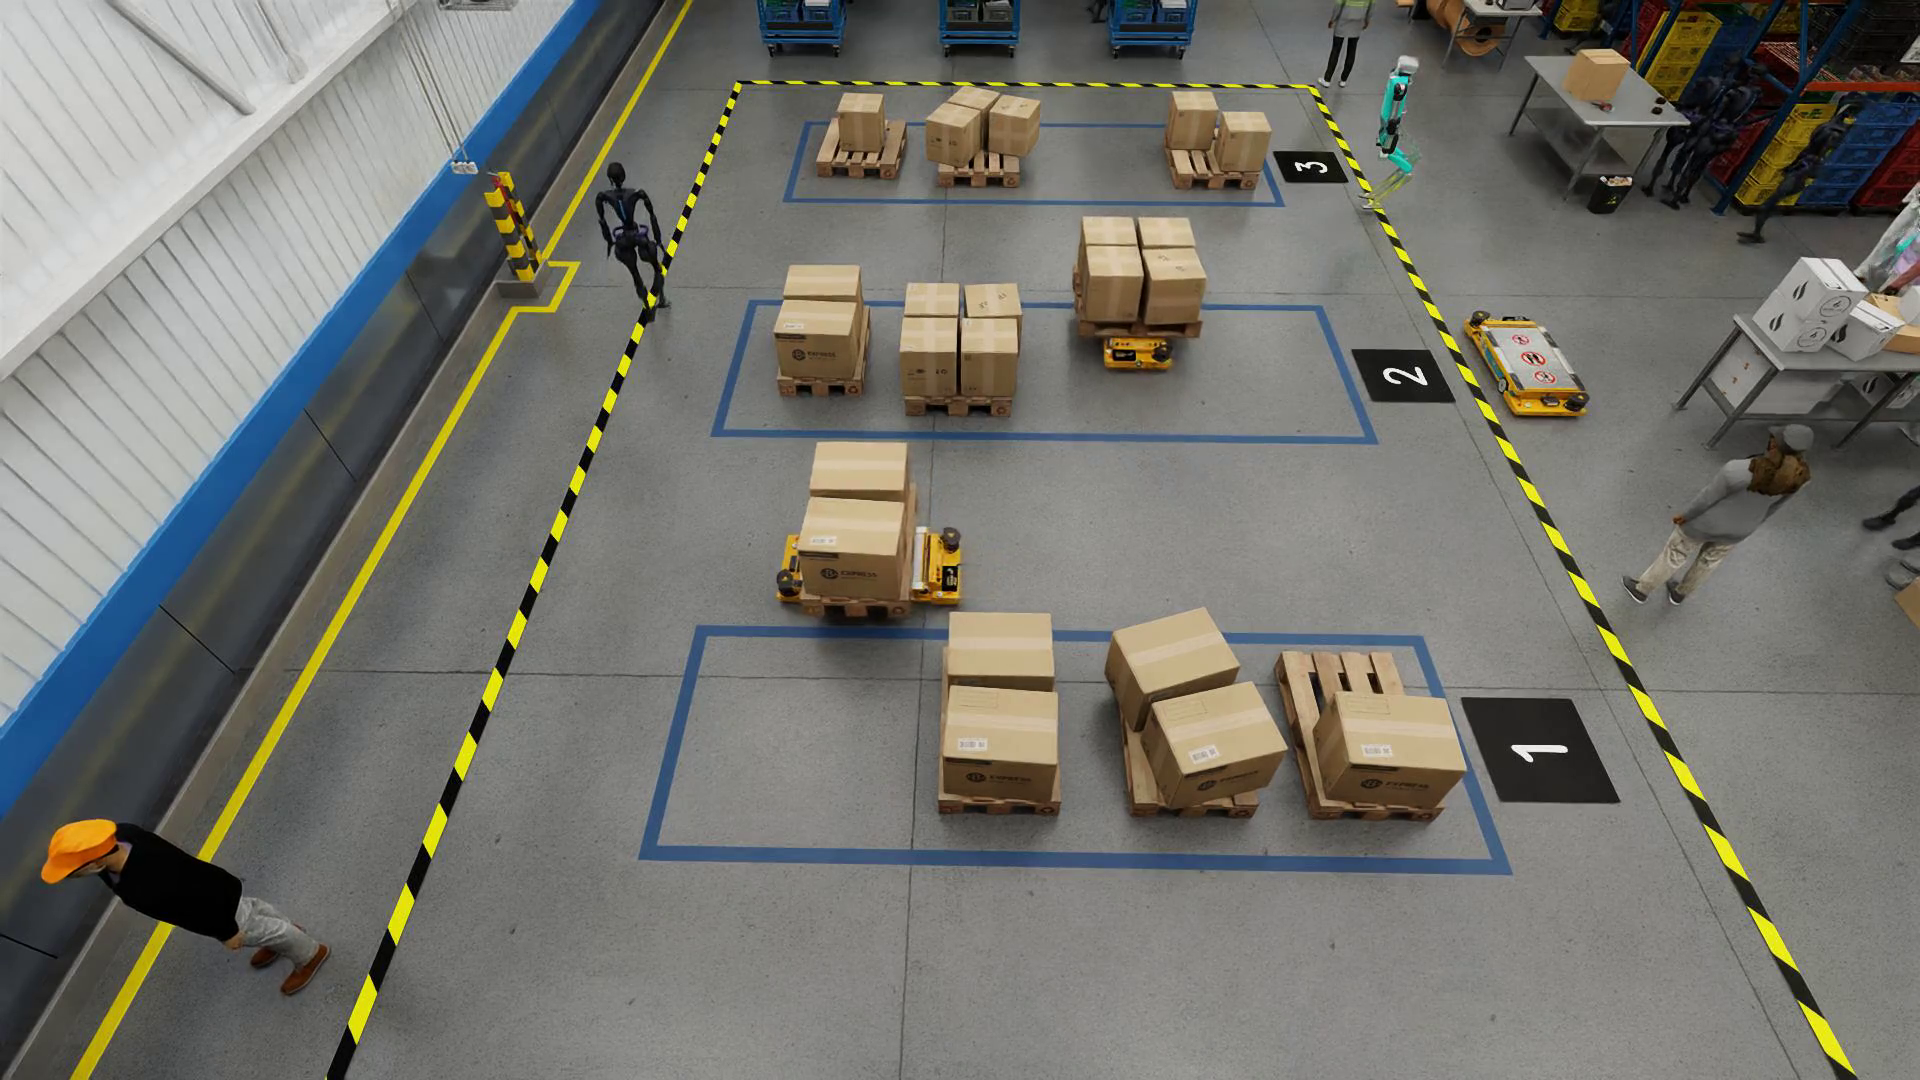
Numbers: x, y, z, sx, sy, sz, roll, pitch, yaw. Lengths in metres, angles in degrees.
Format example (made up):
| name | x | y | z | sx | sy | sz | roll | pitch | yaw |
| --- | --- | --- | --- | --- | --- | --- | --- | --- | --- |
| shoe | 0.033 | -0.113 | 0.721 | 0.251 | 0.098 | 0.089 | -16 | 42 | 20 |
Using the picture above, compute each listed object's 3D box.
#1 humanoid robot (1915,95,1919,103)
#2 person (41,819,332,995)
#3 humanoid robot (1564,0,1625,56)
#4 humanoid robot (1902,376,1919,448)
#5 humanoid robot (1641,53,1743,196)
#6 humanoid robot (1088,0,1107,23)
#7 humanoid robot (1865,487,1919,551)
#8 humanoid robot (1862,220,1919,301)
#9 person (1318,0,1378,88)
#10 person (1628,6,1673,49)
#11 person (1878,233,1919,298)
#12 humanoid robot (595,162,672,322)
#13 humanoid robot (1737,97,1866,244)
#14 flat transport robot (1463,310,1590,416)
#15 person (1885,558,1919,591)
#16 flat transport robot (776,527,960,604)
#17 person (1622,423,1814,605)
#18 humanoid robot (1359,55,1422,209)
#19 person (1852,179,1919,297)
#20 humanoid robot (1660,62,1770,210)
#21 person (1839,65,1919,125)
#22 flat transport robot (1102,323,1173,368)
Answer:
| name | x | y | z | sx | sy | sz | roll | pitch | yaw |
| --- | --- | --- | --- | --- | --- | --- | --- | --- | --- |
| humanoid robot | 12.867 | -6.112 | 11.883 | 0.397 | 1.650 | 0.599 | -18 | 51 | -15 |
| person | -3.982 | 1.924 | 4.800 | 0.586 | 1.883 | 0.386 | 27 | 54 | 21 |
| humanoid robot | 9.611 | -7.970 | 13.533 | 0.606 | 1.660 | 0.599 | 9 | 50 | 8 |
| humanoid robot | 8.787 | -1.585 | 7.981 | 0.531 | 1.849 | 0.787 | -2 | 49 | -2 |
| humanoid robot | 8.620 | -4.882 | 10.827 | 0.591 | 1.652 | 0.332 | 9 | 50 | 7 |
| humanoid robot | 2.306 | -9.085 | 14.464 | 0.336 | 1.643 | 0.615 | -5 | 49 | -4 |
| humanoid robot | 7.888 | -0.547 | 7.072 | 0.326 | 1.655 | 0.610 | -8 | 50 | -7 |
| humanoid robot | 9.805 | -3.109 | 9.233 | 0.671 | 1.762 | 0.530 | -5 | 49 | -4 |
| person | 5.470 | -7.328 | 12.831 | 0.589 | 1.850 | 0.395 | 2 | 49 | 2 |
| person | 10.616 | -8.137 | 13.454 | 0.374 | 1.966 | 0.604 | -2 | 49 | -2 |
| person | 8.866 | -2.535 | 8.567 | 0.403 | 2.034 | 0.604 | 35 | 58 | 27 |
| humanoid robot | -3.270 | -2.973 | 9.176 | 0.587 | 1.651 | 0.358 | -8 | 50 | -7 |
| humanoid robot | 9.253 | -4.058 | 10.109 | 0.346 | 1.646 | 0.601 | 24 | 53 | 20 |
| flat transport robot | 5.573 | -1.757 | 9.054 | 0.659 | 0.231 | 1.431 | 1 | 49 | 1 |
| person | 7.708 | -0.282 | 6.675 | 0.602 | 1.939 | 0.412 | -30 | 56 | -24 |
| flat transport robot | -0.717 | 0.189 | 7.351 | 1.431 | 0.197 | 0.652 | 1 | 49 | 1 |
| person | 5.530 | -0.140 | 6.661 | 0.574 | 1.768 | 0.399 | 5 | 49 | 4 |
| humanoid robot | 5.052 | -4.602 | 10.454 | 0.735 | 1.681 | 0.533 | 9 | 50 | 8 |
| person | 9.904 | -3.394 | 9.412 | 0.421 | 1.875 | 0.592 | 1 | 49 | 1 |
| humanoid robot | 8.759 | -4.689 | 10.656 | 0.610 | 1.655 | 0.353 | -12 | 50 | -10 |
| person | 11.127 | -5.390 | 11.158 | 0.635 | 1.841 | 0.429 | 18 | 51 | 15 |
| flat transport robot | 1.784 | -2.311 | 9.515 | 0.652 | 0.197 | 1.431 | 1 | 49 | 1 |
